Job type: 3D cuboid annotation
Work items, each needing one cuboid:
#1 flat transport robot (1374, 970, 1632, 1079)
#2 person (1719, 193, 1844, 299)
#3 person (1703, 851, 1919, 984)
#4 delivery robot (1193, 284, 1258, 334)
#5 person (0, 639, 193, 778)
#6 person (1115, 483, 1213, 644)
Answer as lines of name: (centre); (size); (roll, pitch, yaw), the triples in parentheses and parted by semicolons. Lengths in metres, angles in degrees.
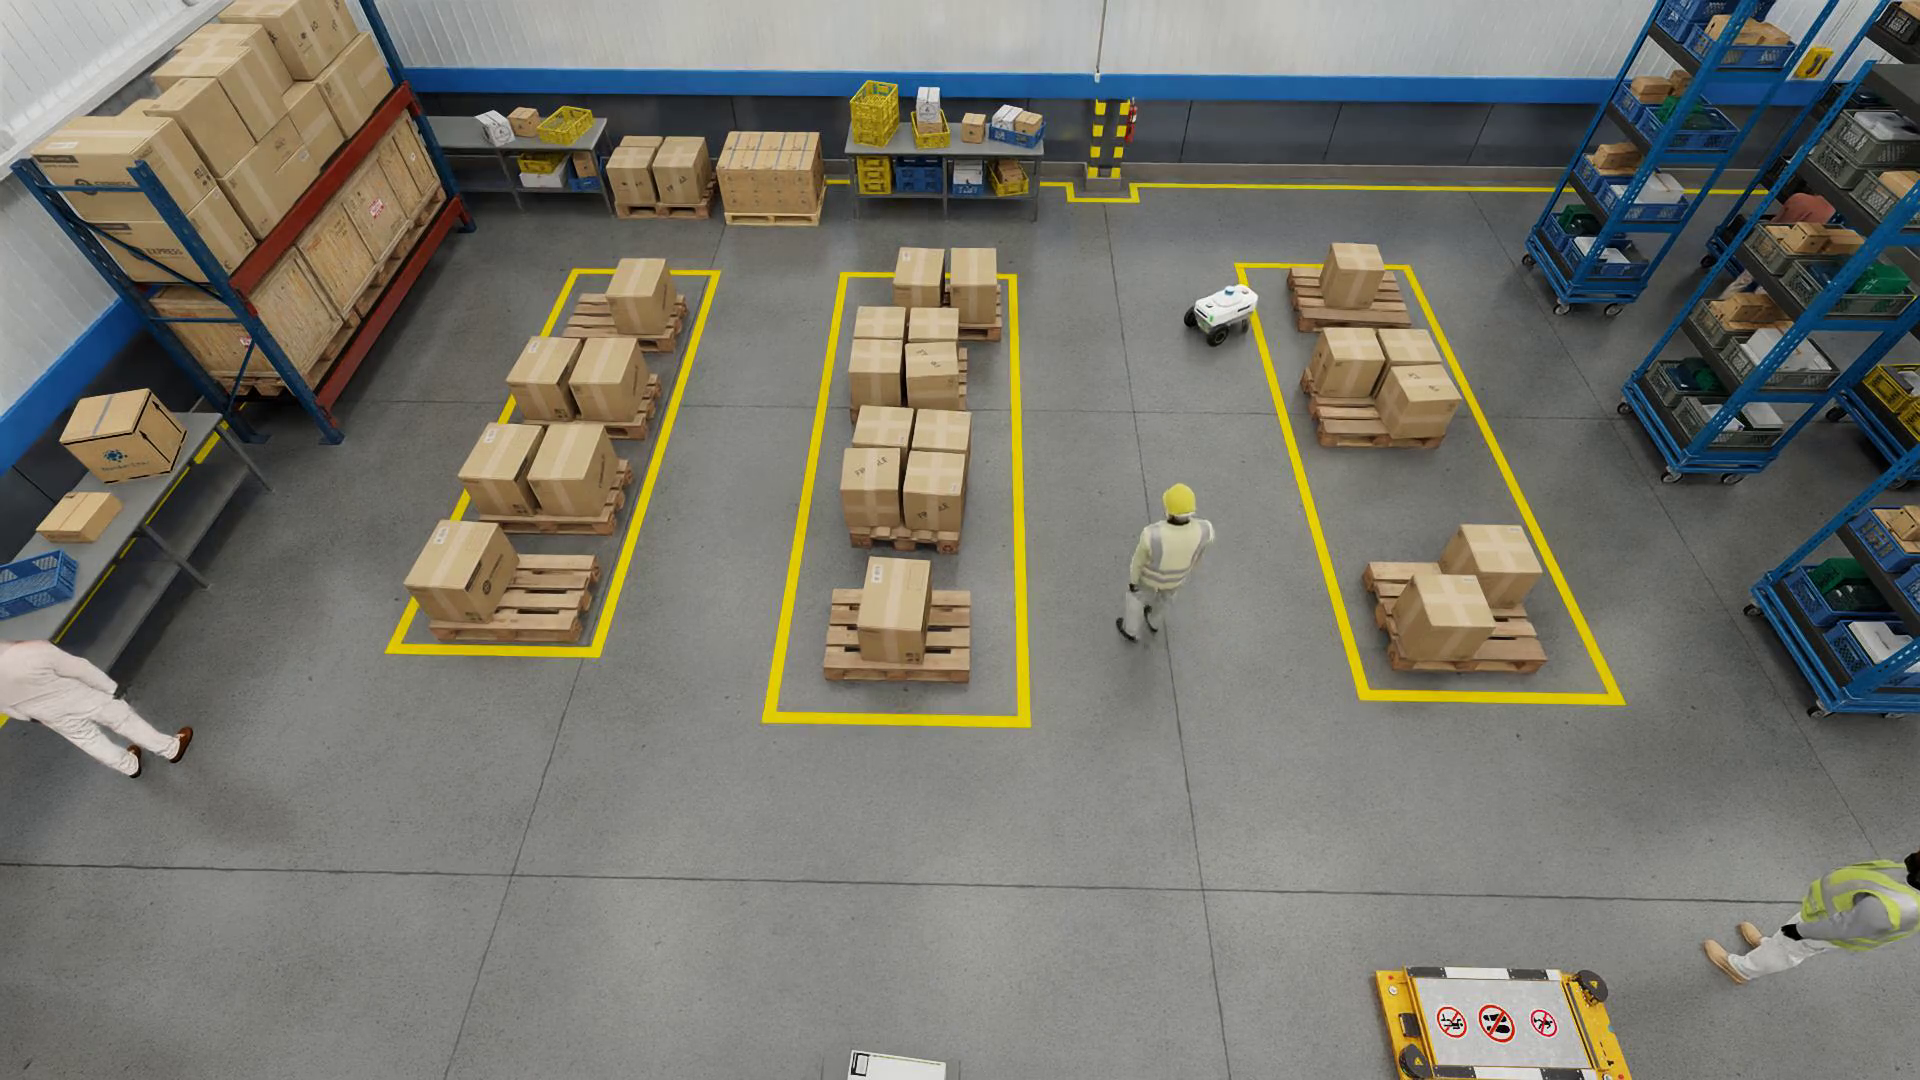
flat transport robot: (3.501, 3.133, 5.914); (1.431, 0.197, 0.652); (1, 51, 1)
person: (8.840, -3.042, 9.858); (0.410, 1.980, 0.620); (-18, 53, -14)
person: (5.353, 2.297, 5.593); (0.623, 1.839, 0.429); (-15, 52, -12)
delivery robot: (3.007, -2.652, 10.390); (0.707, 0.478, 0.477); (-24, 55, -19)
person: (-6.352, 1.113, 6.513); (0.643, 1.909, 0.410); (-19, 53, -15)
person: (1.621, 0.220, 7.297); (0.606, 1.828, 0.426); (-5, 51, -4)
